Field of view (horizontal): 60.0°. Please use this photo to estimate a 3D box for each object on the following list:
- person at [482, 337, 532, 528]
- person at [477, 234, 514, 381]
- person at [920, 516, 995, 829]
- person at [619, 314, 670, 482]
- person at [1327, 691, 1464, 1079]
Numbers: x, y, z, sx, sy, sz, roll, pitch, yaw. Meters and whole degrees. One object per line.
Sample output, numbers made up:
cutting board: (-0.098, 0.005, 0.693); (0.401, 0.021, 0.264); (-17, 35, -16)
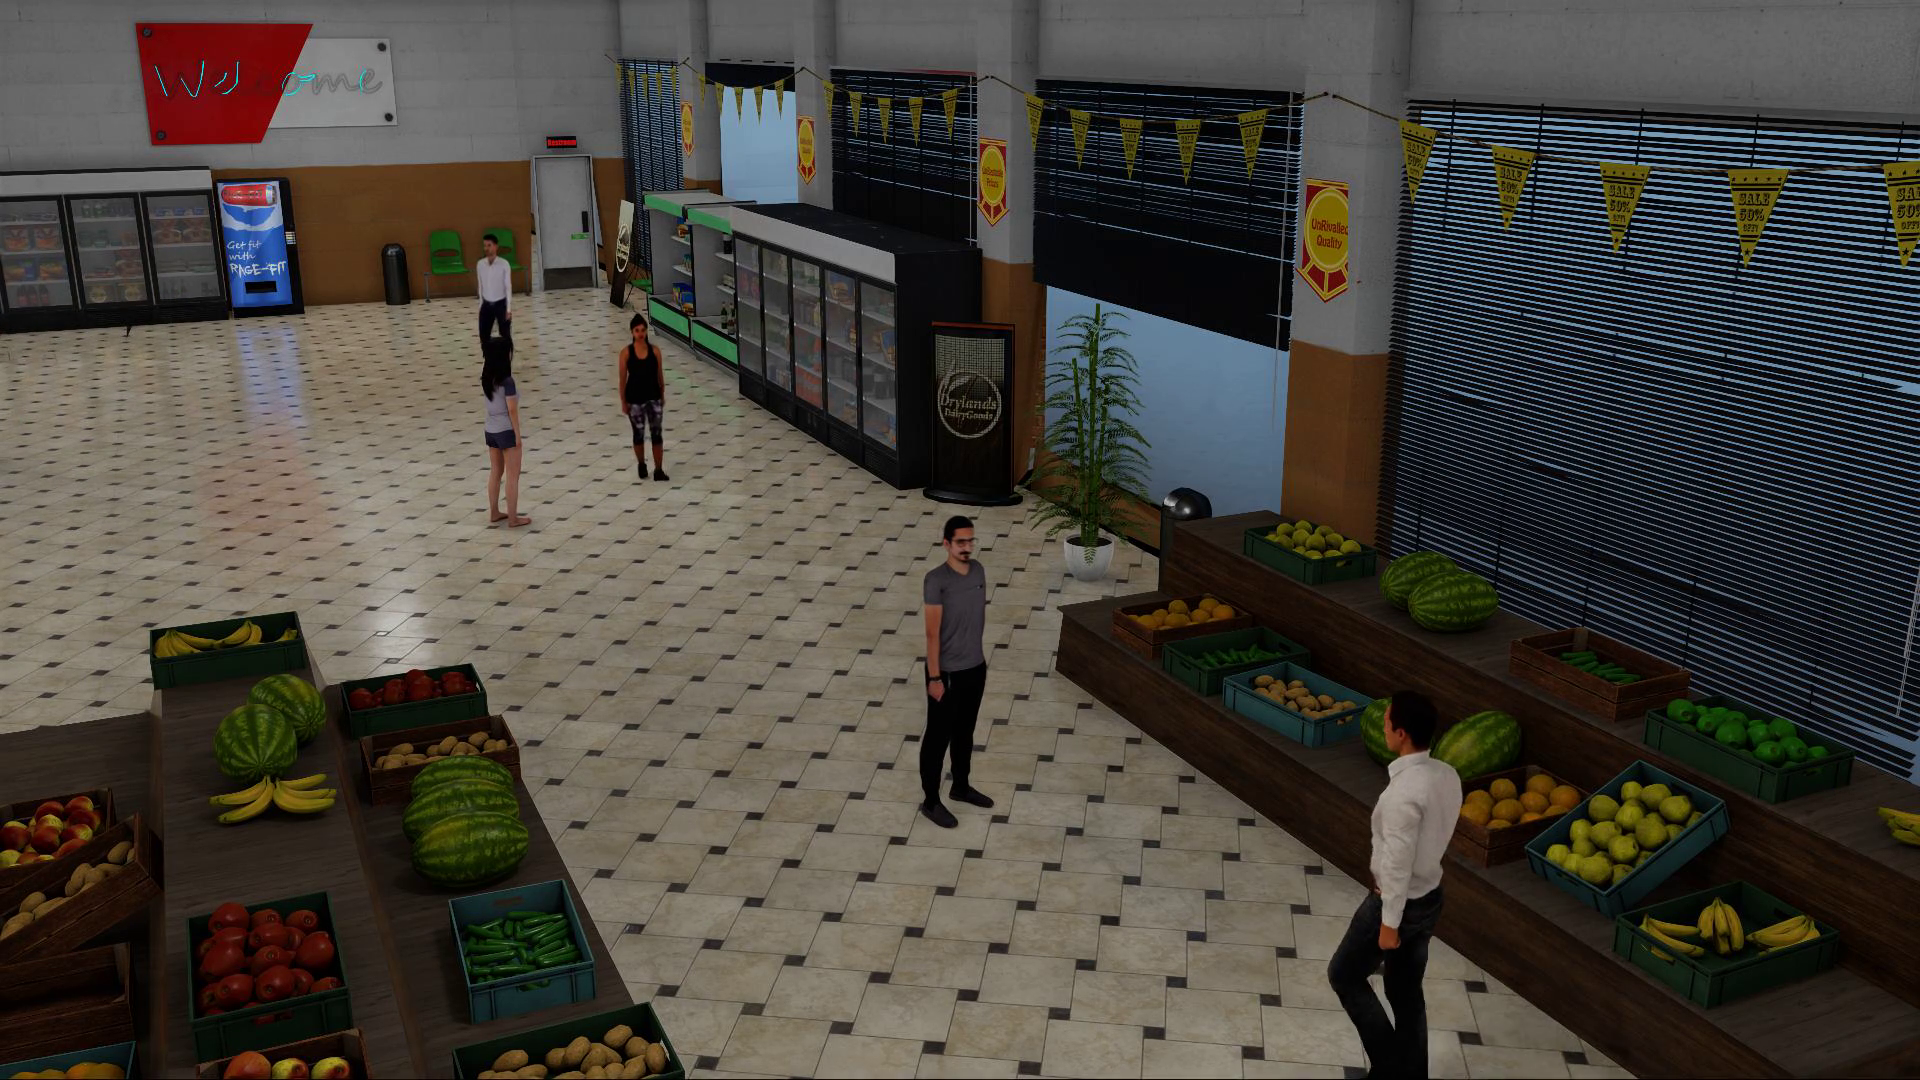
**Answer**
person: (-4.117, -0.980, 14.961); (0.585, 1.704, 0.715); (14, 22, 39)
person: (-5.916, -3.007, 21.383); (0.897, 1.851, 0.990); (3, 17, 9)
person: (-0.026, 0.705, 9.328); (0.678, 1.753, 0.694); (13, 21, 37)
person: (-3.161, -1.416, 16.493); (0.622, 1.648, 0.878); (-7, 18, -23)
person: (1.859, 1.498, 6.647); (0.802, 1.793, 0.791); (12, 20, 34)
